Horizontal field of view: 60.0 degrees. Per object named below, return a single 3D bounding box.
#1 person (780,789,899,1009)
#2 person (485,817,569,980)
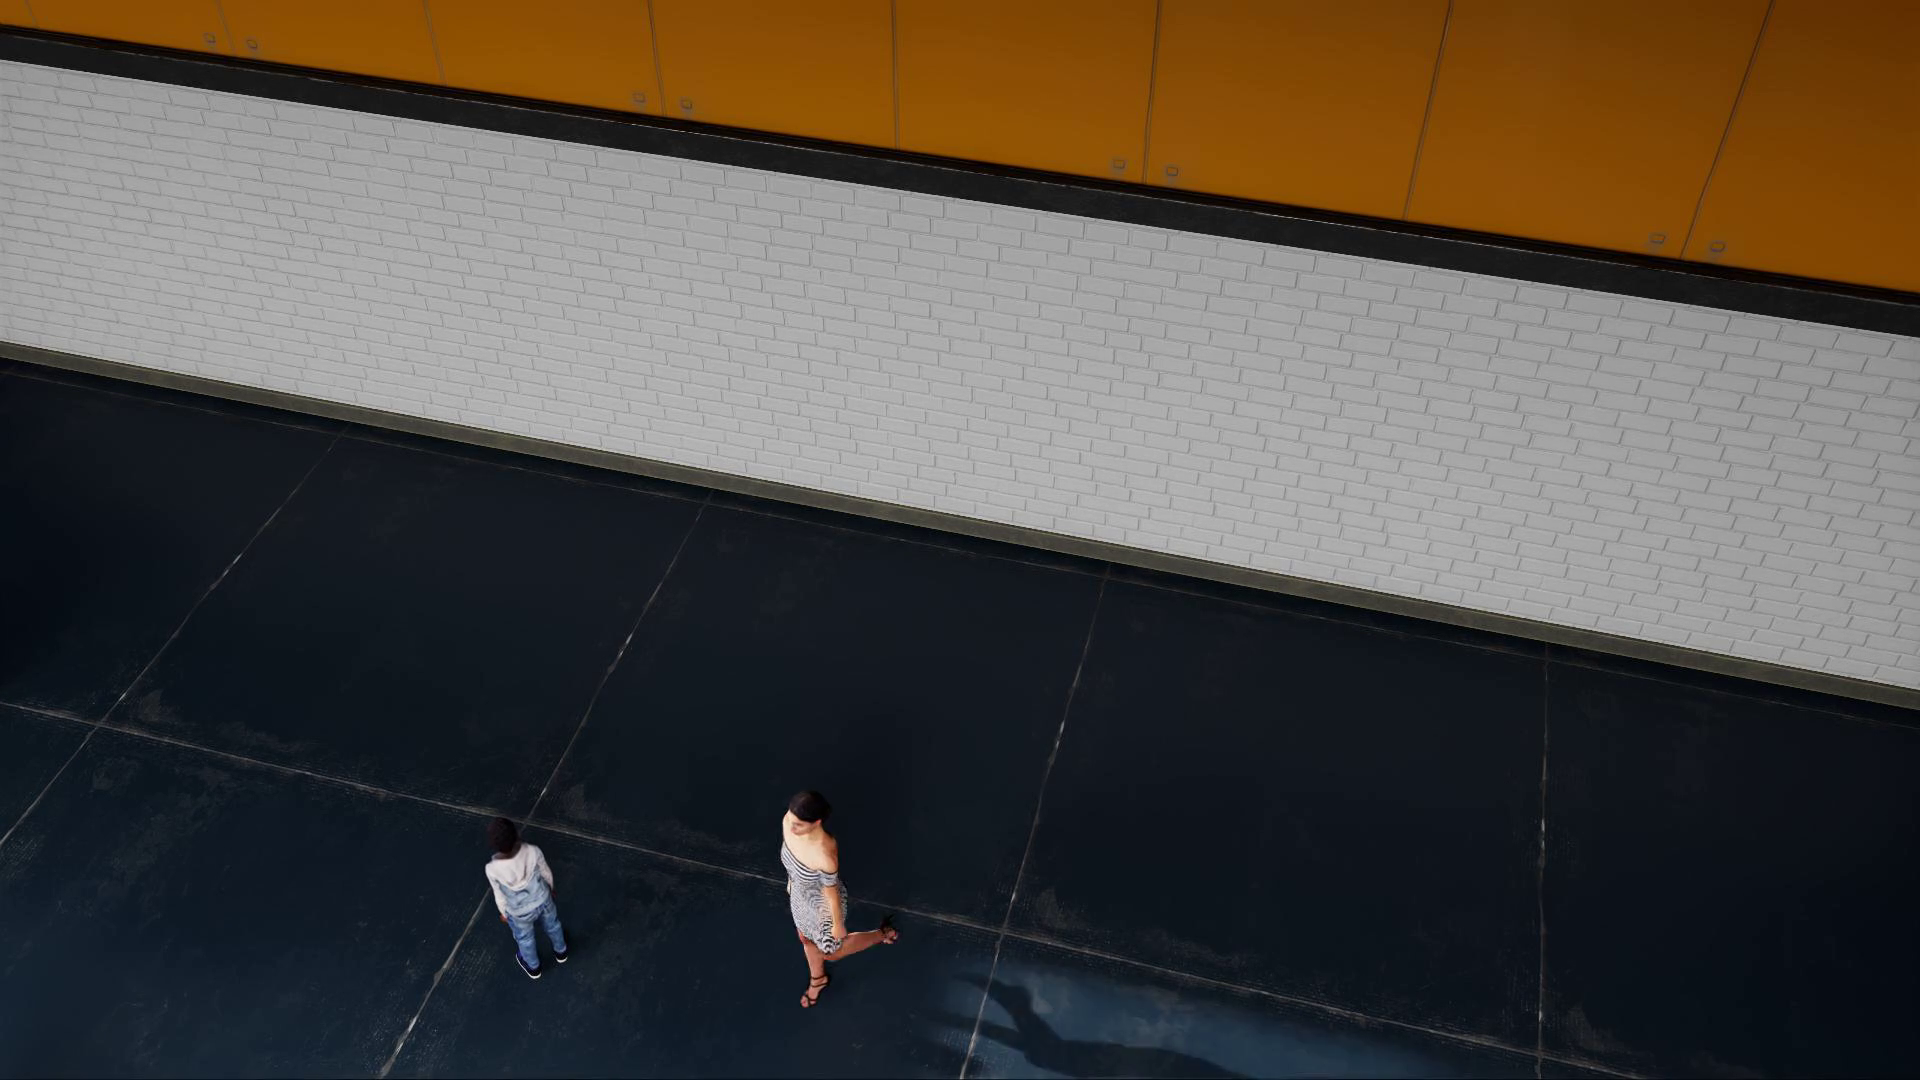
[{"bbox_3d":[-0.663,1.841,8.712,0.985,1.806,0.880,-29,51,-27],"label":"person"},{"bbox_3d":[-2.354,1.935,9.009,0.564,1.260,0.628,-25,49,-24],"label":"person"}]
